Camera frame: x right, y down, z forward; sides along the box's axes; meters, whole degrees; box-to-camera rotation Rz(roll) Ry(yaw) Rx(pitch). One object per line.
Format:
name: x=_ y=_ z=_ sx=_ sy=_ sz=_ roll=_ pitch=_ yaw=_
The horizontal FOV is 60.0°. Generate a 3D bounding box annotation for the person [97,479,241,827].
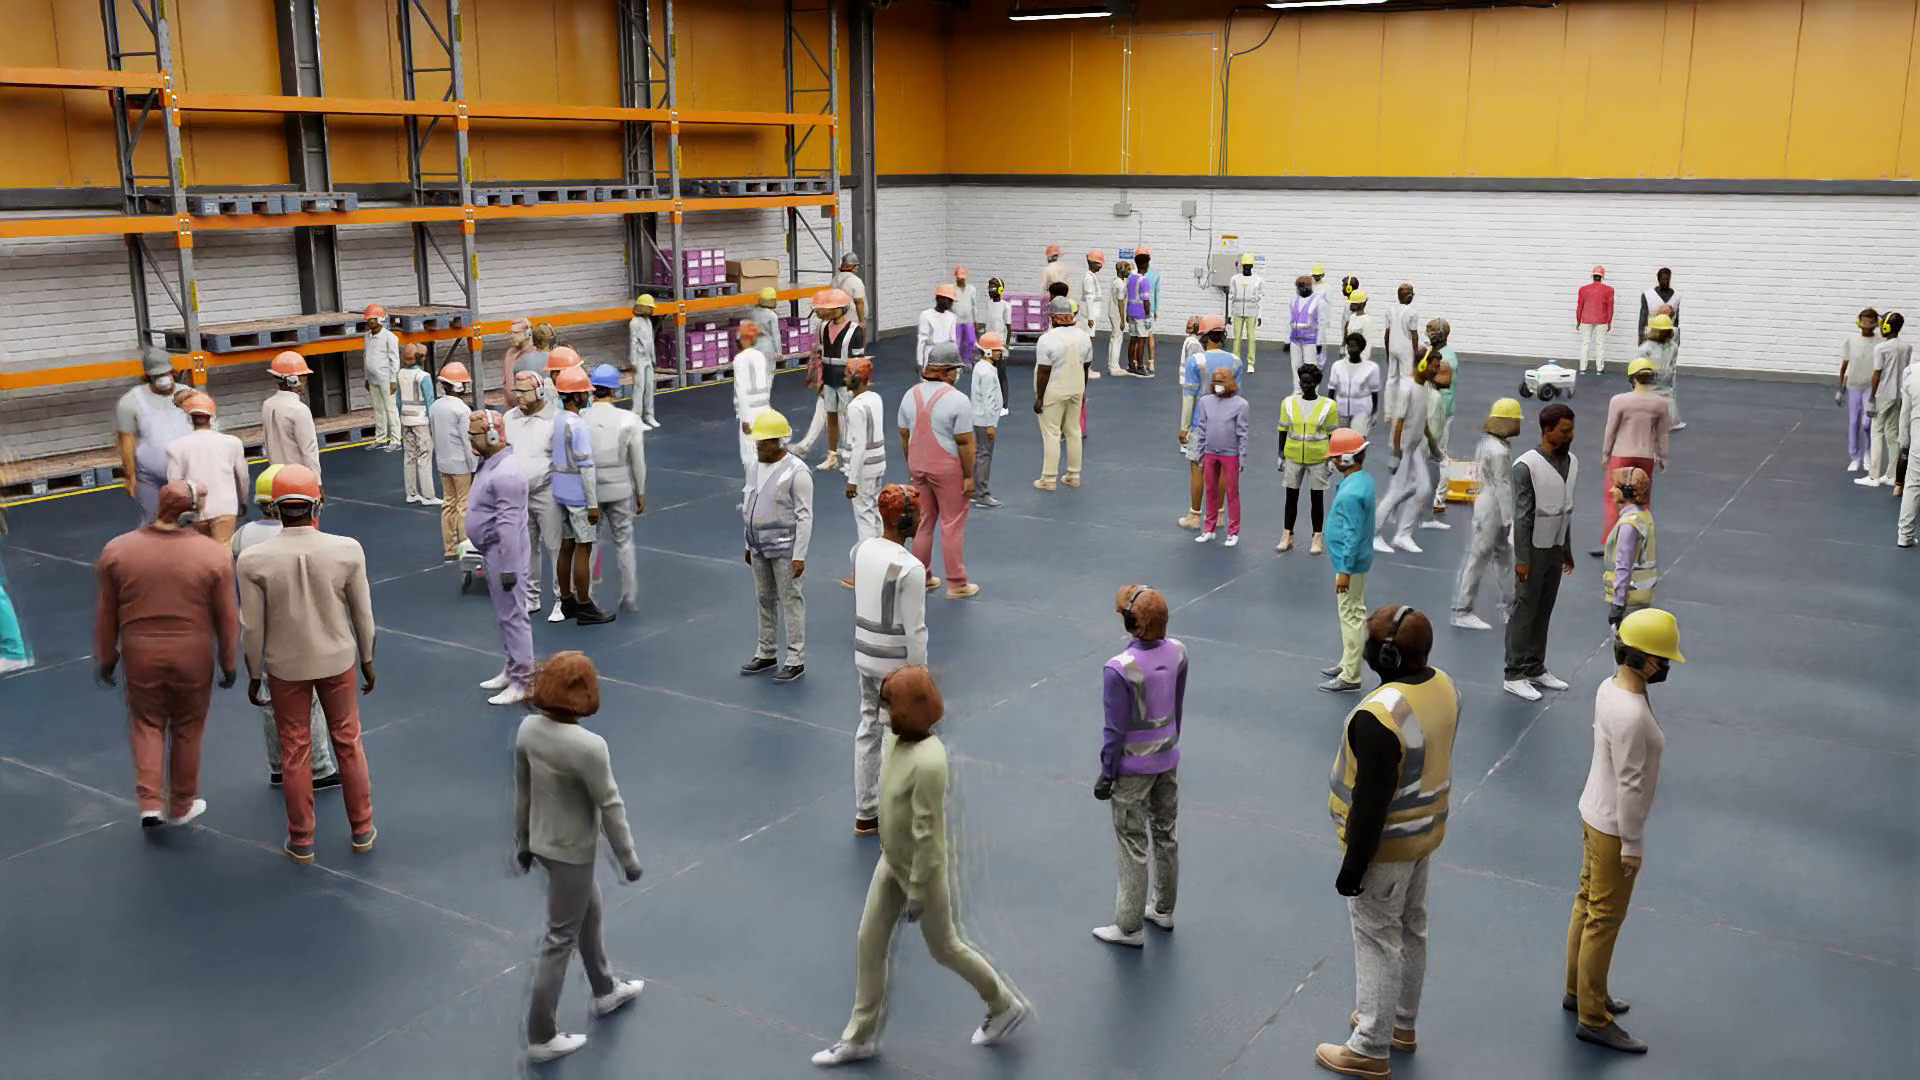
person: x=-4.063 y=0.610 z=8.572 sx=0.717 sy=1.874 sz=0.510 roll=-3 pitch=13 yaw=-12

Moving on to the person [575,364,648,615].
person: x=-2.694 y=-0.366 z=12.661 sx=0.632 sy=1.926 sz=0.414 roll=-2 pitch=13 yaw=-10

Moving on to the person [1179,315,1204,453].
person: x=2.745 y=-1.838 z=19.680 sx=0.313 sy=1.634 sz=0.515 roll=1 pitch=13 yaw=5

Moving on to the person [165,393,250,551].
person: x=-5.715 y=-0.267 z=12.699 sx=0.552 sy=1.695 sz=0.881 roll=-3 pitch=13 yaw=-12

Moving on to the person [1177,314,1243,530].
person: x=2.336 y=-1.103 z=15.634 sx=0.609 sy=2.029 sz=0.408 roll=-6 pitch=14 yaw=-25

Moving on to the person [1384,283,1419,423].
person: x=5.779 y=-2.426 z=21.754 sx=0.343 sy=1.847 sz=0.507 roll=-11 pitch=17 yaw=-38

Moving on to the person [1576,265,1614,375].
person: x=10.230 y=-3.547 z=26.816 sx=0.564 sy=1.752 sz=0.338 roll=5 pitch=14 yaw=22

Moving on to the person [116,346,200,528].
person: x=-6.433 y=-0.625 z=13.518 sx=0.688 sy=2.000 sz=0.934 roll=-10 pitch=16 yaw=-36

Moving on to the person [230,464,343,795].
person: x=-3.660 y=0.492 z=9.127 sx=0.600 sy=1.832 sz=0.404 roll=5 pitch=14 yaw=22

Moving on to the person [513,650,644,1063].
person: x=-1.456 y=1.205 z=6.528 sx=0.741 sy=1.605 sz=0.500 roll=-12 pitch=18 yaw=-43

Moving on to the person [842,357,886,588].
person: x=-0.786 y=-0.542 z=13.506 sx=0.357 sy=1.881 sz=0.574 roll=4 pitch=13 yaw=15

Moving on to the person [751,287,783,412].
person: x=-2.635 y=-2.581 z=22.688 sx=0.512 sy=1.726 sz=0.404 roll=12 pitch=17 yaw=41

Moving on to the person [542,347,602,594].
person: x=-3.110 y=-0.559 z=13.360 sx=0.402 sy=1.986 sz=0.611 roll=0 pitch=13 yaw=1

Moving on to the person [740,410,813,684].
person: x=-1.241 y=0.040 z=11.098 sx=0.590 sy=1.830 sz=0.403 roll=11 pitch=17 yaw=40

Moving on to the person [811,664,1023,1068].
person: x=-0.141 y=1.241 z=6.380 sx=0.813 sy=1.602 sz=0.501 roll=-6 pitch=14 yaw=-25

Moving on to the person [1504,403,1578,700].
person: x=3.782 y=0.059 z=10.818 sx=0.593 sy=1.920 sz=0.391 roll=-11 pitch=17 yaw=-39

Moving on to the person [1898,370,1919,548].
person: x=8.674 y=-0.839 z=14.740 sx=0.403 sy=1.906 sz=0.651 roll=-8 pitch=15 yaw=-32

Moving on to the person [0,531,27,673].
person: x=-6.738 y=0.038 z=10.983 sx=0.623 sy=1.876 sz=0.938 roll=11 pitch=17 yaw=40

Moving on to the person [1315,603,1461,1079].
person: x=1.613 y=1.135 z=6.317 sx=0.429 sy=1.846 sz=0.627 roll=10 pitch=16 yaw=38

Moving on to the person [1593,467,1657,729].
person: x=4.067 y=0.363 z=10.140 sx=0.322 sy=1.632 sz=0.521 roll=8 pitch=15 yaw=30

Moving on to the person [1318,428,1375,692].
person: x=2.528 y=0.128 z=10.904 sx=0.345 sy=1.741 sz=0.562 roll=4 pitch=14 yaw=18

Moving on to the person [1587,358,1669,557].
person: x=5.847 y=-0.700 z=14.497 sx=0.702 sy=1.743 sz=0.514 roll=-1 pitch=13 yaw=-3

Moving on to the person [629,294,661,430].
person: x=-4.079 y=-2.300 z=21.459 sx=0.353 sy=1.733 sz=0.504 roll=4 pitch=13 yaw=15

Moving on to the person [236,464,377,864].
person: x=-3.225 y=0.610 z=8.260 sx=0.621 sy=1.992 sz=0.397 roll=-7 pitch=15 yaw=-27

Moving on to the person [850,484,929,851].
person: x=-0.345 y=0.642 z=8.382 sx=0.349 sy=1.879 sz=0.582 roll=-10 pitch=16 yaw=-36

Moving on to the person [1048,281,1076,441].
person: x=1.254 y=-2.206 z=20.542 sx=0.372 sy=1.963 sz=0.608 roll=-2 pitch=13 yaw=-11

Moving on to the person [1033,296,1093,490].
person: x=1.025 y=-1.556 z=17.555 sx=0.688 sy=2.000 sz=0.539 roll=-9 pitch=16 yaw=-35

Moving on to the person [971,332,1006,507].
person: x=0.291 y=-1.218 z=16.719 sx=0.343 sy=1.749 sz=0.573 roll=-2 pitch=13 yaw=-8

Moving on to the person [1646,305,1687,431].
person: x=8.989 y=-2.187 z=21.190 sx=0.659 sy=1.615 sz=0.545 roll=-7 pitch=15 yaw=-26

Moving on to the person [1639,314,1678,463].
person: x=7.876 y=-1.683 z=18.789 sx=0.502 sy=1.727 sz=0.380 roll=-3 pitch=13 yaw=-12

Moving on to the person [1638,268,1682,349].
person: x=10.055 y=-2.954 z=23.950 sx=0.633 sy=1.901 sz=0.455 roll=-1 pitch=13 yaw=-3

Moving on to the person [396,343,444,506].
person: x=-5.444 y=-1.157 z=16.712 sx=0.523 sy=1.636 sz=0.311 roll=9 pitch=16 yaw=34

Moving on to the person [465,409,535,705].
person: x=-2.966 y=0.100 z=10.695 sx=0.397 sy=1.900 sz=0.649 roll=-6 pitch=14 yaw=-23

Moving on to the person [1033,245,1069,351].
person: x=1.574 y=-4.179 z=29.149 sx=1.025 sy=1.938 sz=0.610 roll=11 pitch=17 yaw=39

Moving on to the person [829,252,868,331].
person: x=-1.673 y=-3.431 z=25.687 sx=0.535 sy=2.000 sz=0.680 roll=-12 pitch=18 yaw=-42

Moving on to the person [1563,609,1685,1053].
person: x=2.615 y=1.122 z=6.560 sx=0.328 sy=1.760 sz=0.524 roll=3 pitch=13 yaw=12
